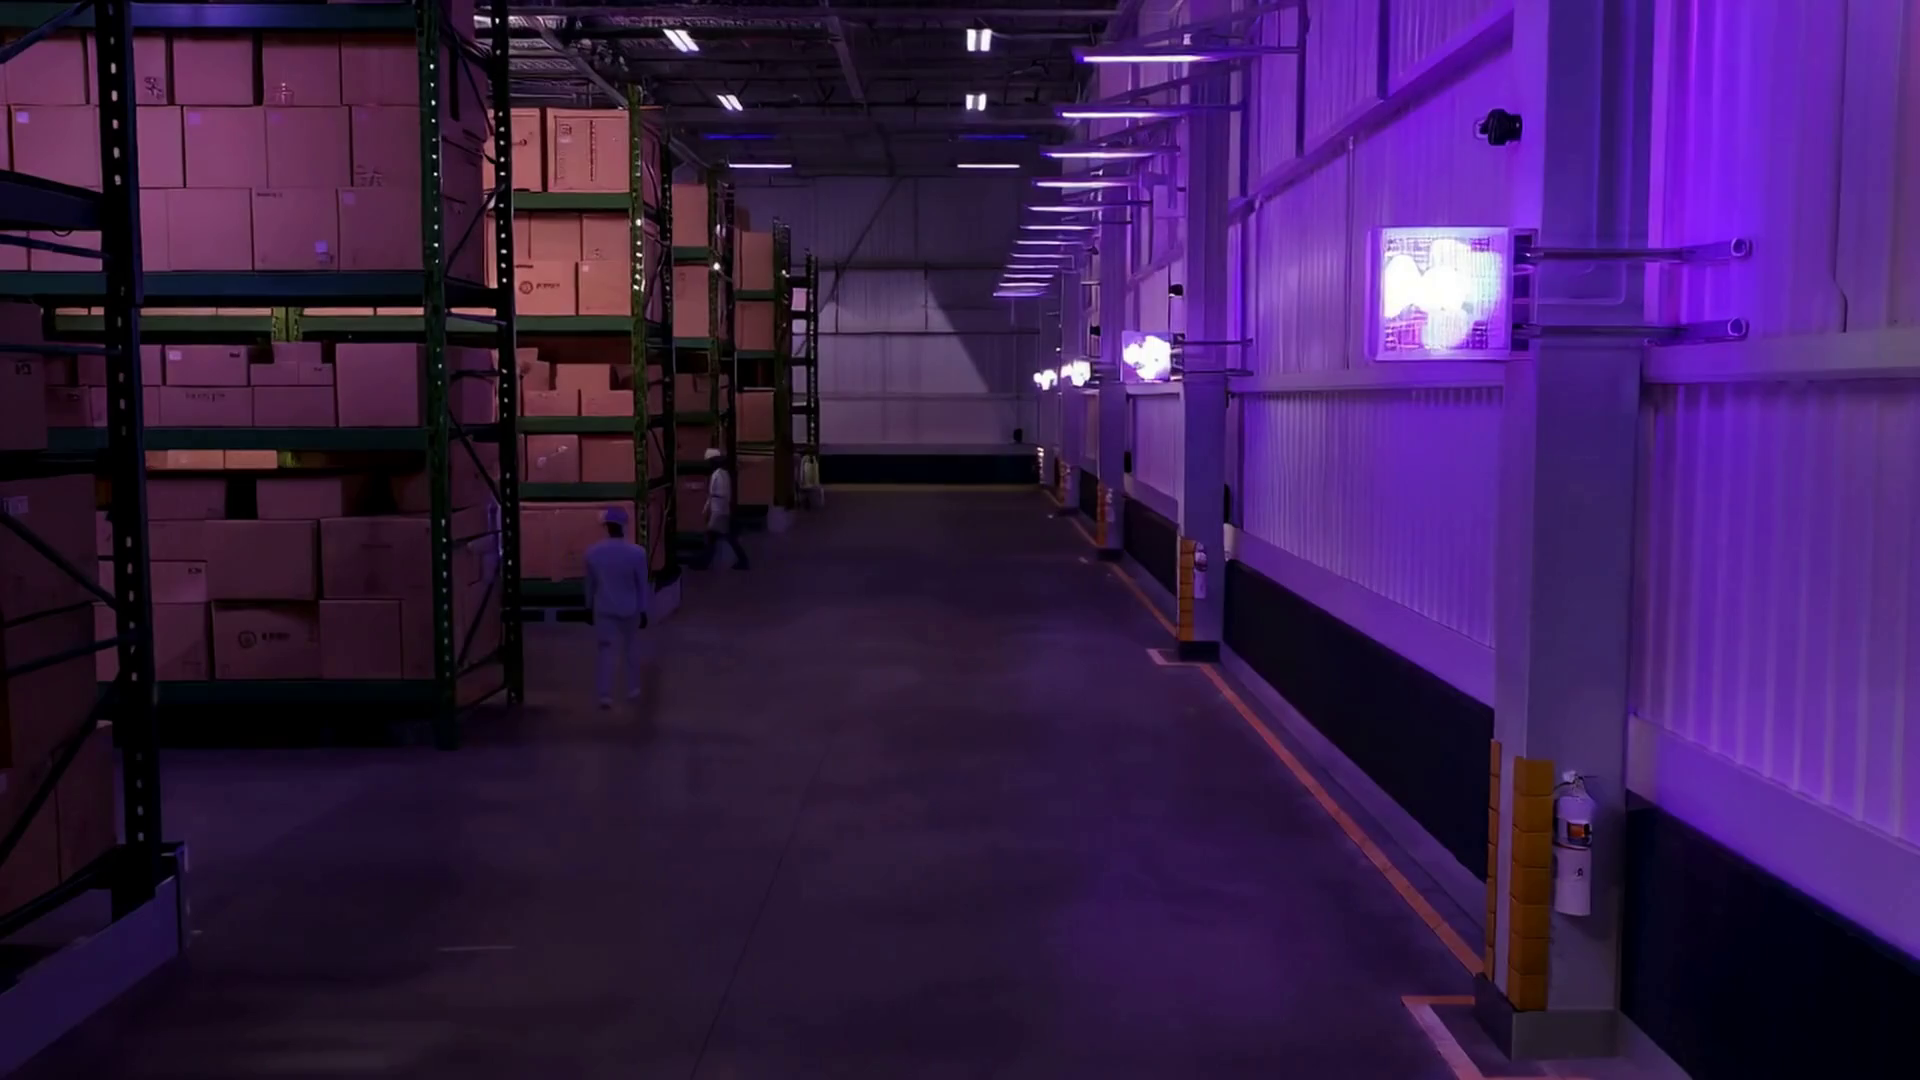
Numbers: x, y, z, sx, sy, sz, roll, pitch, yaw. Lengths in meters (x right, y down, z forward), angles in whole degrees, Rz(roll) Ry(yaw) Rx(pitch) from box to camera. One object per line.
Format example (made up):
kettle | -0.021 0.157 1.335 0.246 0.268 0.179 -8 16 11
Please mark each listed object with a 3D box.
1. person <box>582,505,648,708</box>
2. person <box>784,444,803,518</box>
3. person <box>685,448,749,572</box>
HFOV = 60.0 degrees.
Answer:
person | -2.940 0.558 14.187 0.576 1.708 0.884 0 5 1
person | -3.621 -1.267 35.913 0.513 1.627 0.385 -3 6 -29
person | -3.629 -0.449 25.089 0.971 1.869 0.559 -1 5 -13
